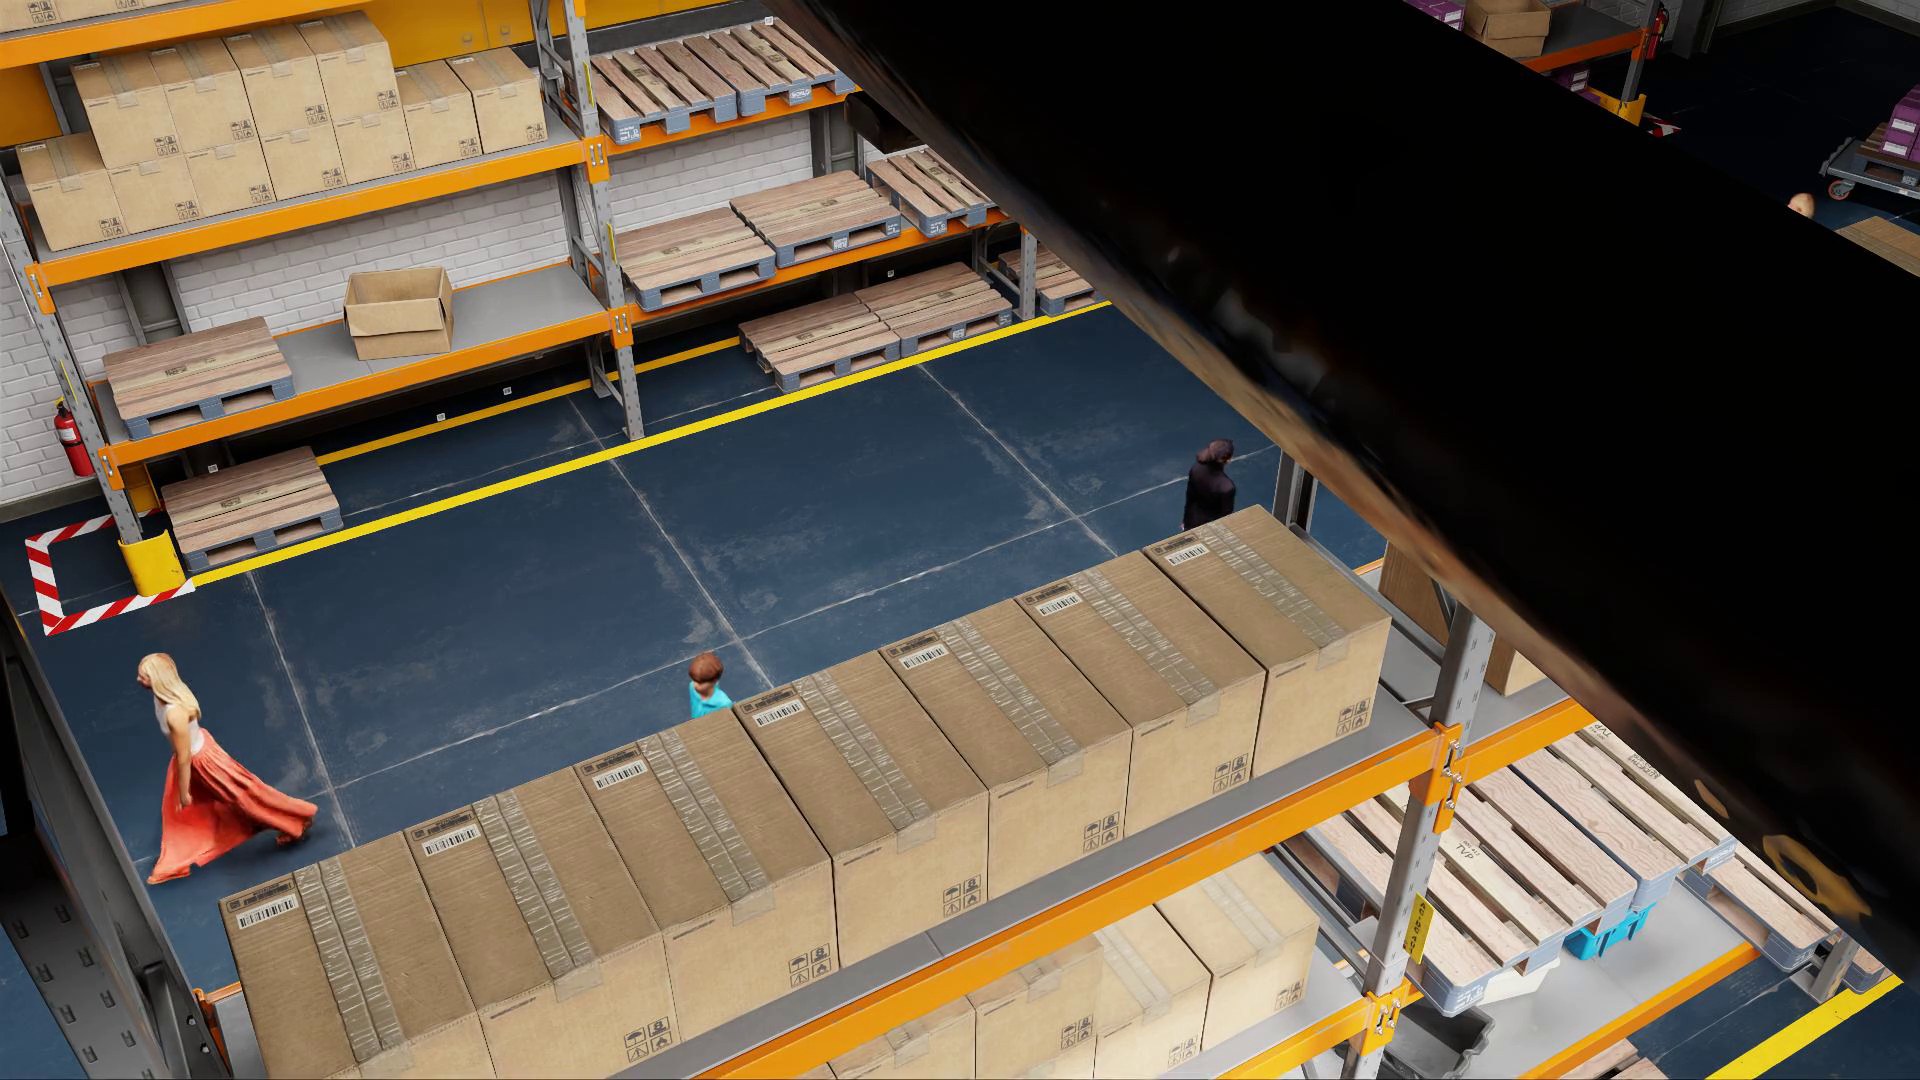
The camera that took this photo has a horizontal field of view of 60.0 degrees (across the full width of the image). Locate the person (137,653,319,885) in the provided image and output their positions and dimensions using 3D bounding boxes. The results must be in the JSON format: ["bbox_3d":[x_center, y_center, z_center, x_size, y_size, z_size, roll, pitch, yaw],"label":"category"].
[{"bbox_3d":[-4.549,1.366,10.235,1.293,1.744,0.655,-21,43,-24],"label":"person"}]

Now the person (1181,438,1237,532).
[{"bbox_3d":[1.746,-0.029,12.072,0.756,1.630,0.672,-32,48,-34],"label":"person"}]

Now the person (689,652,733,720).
[{"bbox_3d":[-1.505,1.258,10.634,0.788,1.413,1.010,24,44,27],"label":"person"}]
